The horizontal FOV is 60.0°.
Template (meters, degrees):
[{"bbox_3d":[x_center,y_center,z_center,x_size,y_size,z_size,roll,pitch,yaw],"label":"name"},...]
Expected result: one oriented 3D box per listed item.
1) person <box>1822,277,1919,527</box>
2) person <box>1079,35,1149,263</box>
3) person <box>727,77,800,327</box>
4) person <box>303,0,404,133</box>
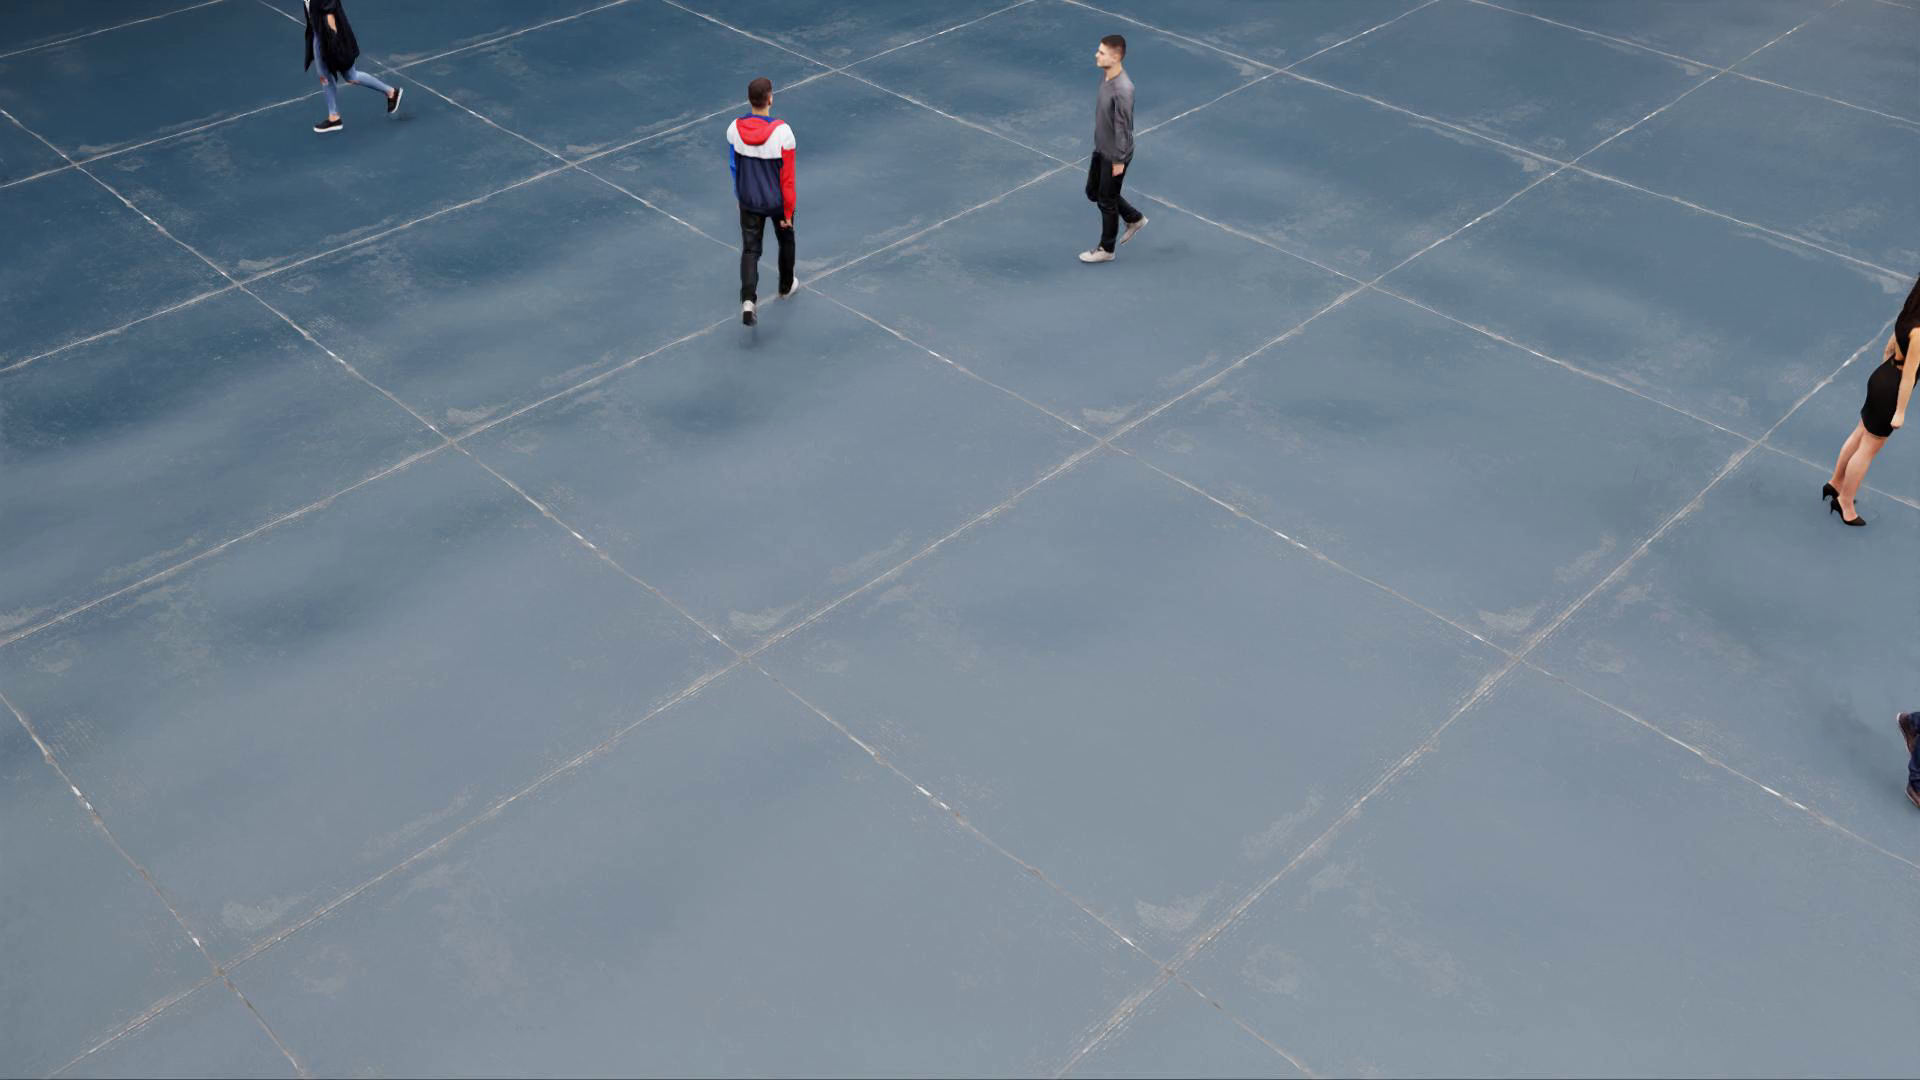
[{"bbox_3d":[5.411,-0.841,9.711,0.705,1.648,0.592,9,38,12],"label":"person"},{"bbox_3d":[1.208,-2.881,12.311,0.923,1.749,0.826,-9,38,-12],"label":"person"},{"bbox_3d":[-1.390,-2.326,11.598,1.070,1.728,1.186,4,37,5],"label":"person"},{"bbox_3d":[-5.318,-4.344,14.306,1.094,1.664,0.762,-21,42,-25],"label":"person"}]
